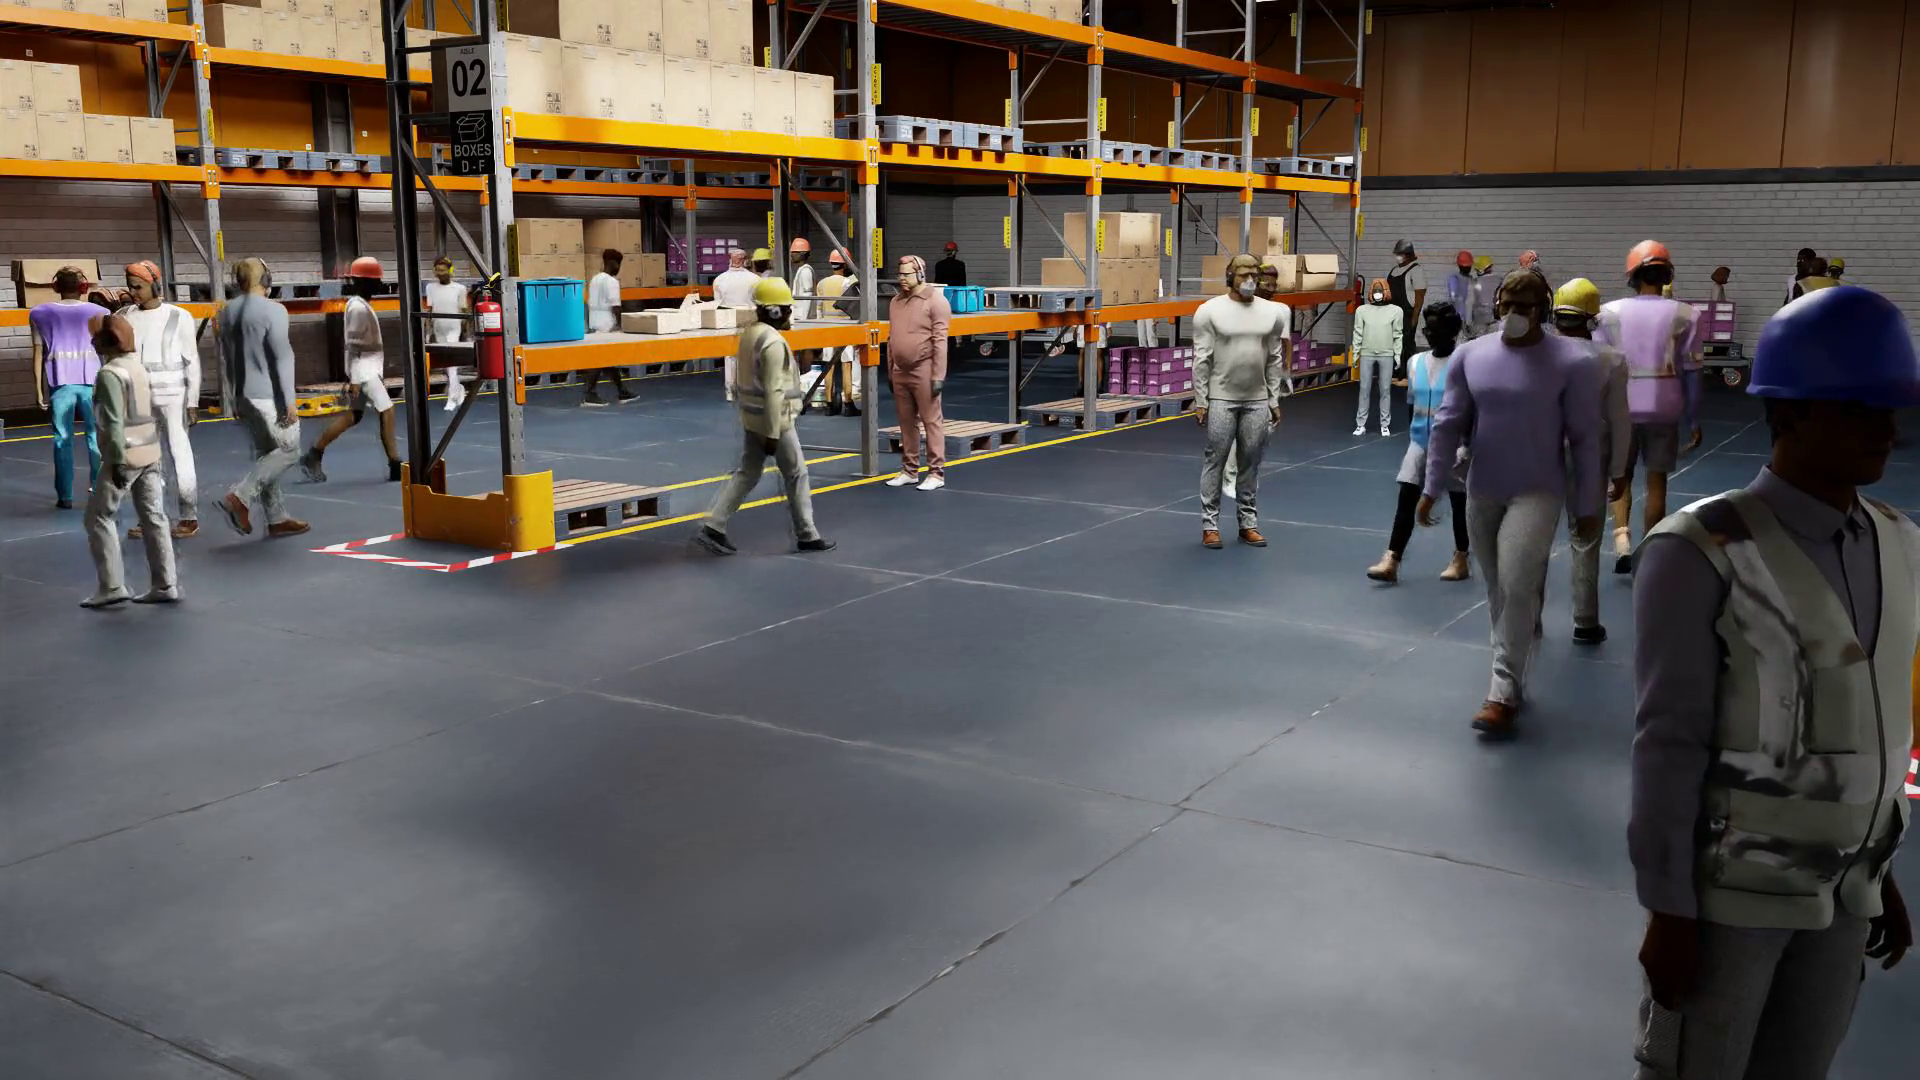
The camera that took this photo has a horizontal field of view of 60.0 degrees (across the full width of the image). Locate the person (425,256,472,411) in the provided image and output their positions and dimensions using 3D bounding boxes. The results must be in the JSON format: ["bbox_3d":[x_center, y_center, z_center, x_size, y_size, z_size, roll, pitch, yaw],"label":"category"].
[{"bbox_3d":[-6.133,-2.494,20.029,0.506,1.835,0.832,1,10,7],"label":"person"}]

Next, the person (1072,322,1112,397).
[{"bbox_3d":[1.711,-2.809,21.475,0.542,1.939,0.361,3,11,15],"label":"person"}]

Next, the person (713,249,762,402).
[{"bbox_3d":[-2.739,-2.669,20.801,0.651,1.904,0.403,1,10,4],"label":"person"}]

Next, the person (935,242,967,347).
[{"bbox_3d":[-0.166,-4.650,31.548,0.608,1.986,0.391,2,10,12],"label":"person"}]

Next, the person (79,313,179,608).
[{"bbox_3d":[-4.659,-0.430,9.156,0.607,1.616,0.551,-1,10,-5],"label":"person"}]

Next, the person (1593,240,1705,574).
[{"bbox_3d":[4.059,-0.756,9.855,0.657,2.021,0.433,5,11,24],"label":"person"}]

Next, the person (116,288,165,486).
[{"bbox_3d":[-6.773,-1.242,13.639,0.498,1.634,0.279,-5,12,-28],"label":"person"}]

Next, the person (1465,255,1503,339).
[{"bbox_3d":[7.556,-3.167,23.823,0.666,1.801,0.540,0,10,-1],"label":"person"}]

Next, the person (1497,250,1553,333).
[{"bbox_3d":[6.272,-2.243,18.434,0.408,1.909,0.642,-9,13,-40],"label":"person"}]

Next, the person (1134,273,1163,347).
[{"bbox_3d":[2.755,-3.336,24.550,0.342,1.882,0.587,-6,12,-28],"label":"person"}]

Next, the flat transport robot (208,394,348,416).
[{"bbox_3d":[-7.892,-1.584,19.313,1.431,0.197,0.652,2,10,12],"label":"flat transport robot"}]

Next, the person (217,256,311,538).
[{"bbox_3d":[-4.753,-0.941,11.189,0.663,1.918,0.593,6,12,32],"label":"person"}]

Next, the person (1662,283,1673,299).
[{"bbox_3d":[6.460,-1.604,15.519,0.527,1.683,0.888,3,11,18],"label":"person"}]

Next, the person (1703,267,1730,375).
[{"bbox_3d":[11.389,-3.295,25.049,0.287,1.623,0.506,5,11,24],"label":"person"}]

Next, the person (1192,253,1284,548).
[{"bbox_3d":[1.834,-0.912,10.968,0.629,1.940,0.373,-2,10,-13],"label":"person"}]

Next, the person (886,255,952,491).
[{"bbox_3d":[-0.371,-1.355,13.540,0.642,1.900,0.404,9,13,40],"label":"person"}]

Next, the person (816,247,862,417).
[{"bbox_3d":[-1.380,-2.383,19.117,0.547,1.938,0.377,5,12,27],"label":"person"}]

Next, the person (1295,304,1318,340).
[{"bbox_3d":[5.964,-3.969,28.736,0.511,1.639,0.308,10,14,43],"label":"person"}]

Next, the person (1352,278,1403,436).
[{"bbox_3d":[4.315,-1.888,17.217,0.507,1.633,0.276,3,11,18],"label":"person"}]

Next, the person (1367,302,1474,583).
[{"bbox_3d":[2.754,-0.545,9.702,0.835,1.658,0.542,-10,14,-43],"label":"person"}]

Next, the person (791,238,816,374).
[{"bbox_3d":[-2.118,-3.010,22.303,0.374,2.043,0.611,-2,10,-10],"label":"person"}]

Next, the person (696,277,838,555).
[{"bbox_3d":[-1.272,-0.778,10.633,0.891,1.803,0.587,-5,12,-27],"label":"person"}]

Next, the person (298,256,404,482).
[{"bbox_3d":[-5.058,-1.410,13.865,0.973,1.901,0.559,-4,11,-19],"label":"person"}]

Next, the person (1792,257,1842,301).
[{"bbox_3d":[10.667,-2.611,20.741,0.662,1.814,0.536,-1,10,-3],"label":"person"}]

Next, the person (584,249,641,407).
[{"bbox_3d":[-4.283,-2.610,20.428,0.927,1.905,0.742,-7,12,-35],"label":"person"}]

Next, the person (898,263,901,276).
[{"bbox_3d":[-0.831,-3.546,26.232,0.321,1.696,0.537,-2,11,-14],"label":"person"}]

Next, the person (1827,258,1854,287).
[{"bbox_3d":[12.581,-3.178,23.997,0.523,1.769,0.323,7,12,35],"label":"person"}]

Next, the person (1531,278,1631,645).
[{"bbox_3d":[3.055,-0.388,8.357,0.589,1.833,0.404,7,12,32],"label":"person"}]

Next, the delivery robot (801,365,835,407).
[{"bbox_3d":[-1.695,-1.806,19.496,0.477,0.478,0.707,-3,11,-16],"label":"delivery robot"}]

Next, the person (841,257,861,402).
[{"bbox_3d":[-1.418,-2.658,20.959,0.430,1.835,0.621,-4,11,-19],"label":"person"}]

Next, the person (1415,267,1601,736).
[{"bbox_3d":[2.243,-0.161,6.895,0.635,1.900,0.901,10,14,43],"label":"person"}]

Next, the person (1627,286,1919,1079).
[{"bbox_3d":[1.359,0.560,2.779,0.604,1.949,0.389,-5,11,-26],"label":"person"}]

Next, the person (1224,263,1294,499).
[{"bbox_3d":[2.320,-1.251,13.109,0.524,1.843,0.540,-1,10,-8],"label":"person"}]

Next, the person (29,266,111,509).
[{"bbox_3d":[-6.672,-1.146,12.576,0.571,1.832,0.396,-6,12,-29],"label":"person"}]

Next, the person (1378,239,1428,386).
[{"bbox_3d":[6.110,-3.157,23.124,0.538,2.000,0.690,-4,11,-23],"label":"person"}]

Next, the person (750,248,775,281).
[{"bbox_3d":[-2.816,-3.305,24.303,0.622,1.916,0.623,-1,10,-6],"label":"person"}]

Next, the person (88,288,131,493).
[{"bbox_3d":[-6.810,-1.197,13.370,0.514,1.642,0.310,1,10,5],"label":"person"}]

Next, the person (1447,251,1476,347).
[{"bbox_3d":[7.207,-3.216,23.957,0.575,1.881,0.981,-8,13,-37],"label":"person"}]

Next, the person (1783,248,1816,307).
[{"bbox_3d":[10.641,-2.714,21.006,0.386,1.918,0.596,-4,11,-21],"label":"person"}]

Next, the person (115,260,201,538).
[{"bbox_3d":[-5.445,-0.943,11.285,0.583,1.884,0.343,1,10,5],"label":"person"}]
